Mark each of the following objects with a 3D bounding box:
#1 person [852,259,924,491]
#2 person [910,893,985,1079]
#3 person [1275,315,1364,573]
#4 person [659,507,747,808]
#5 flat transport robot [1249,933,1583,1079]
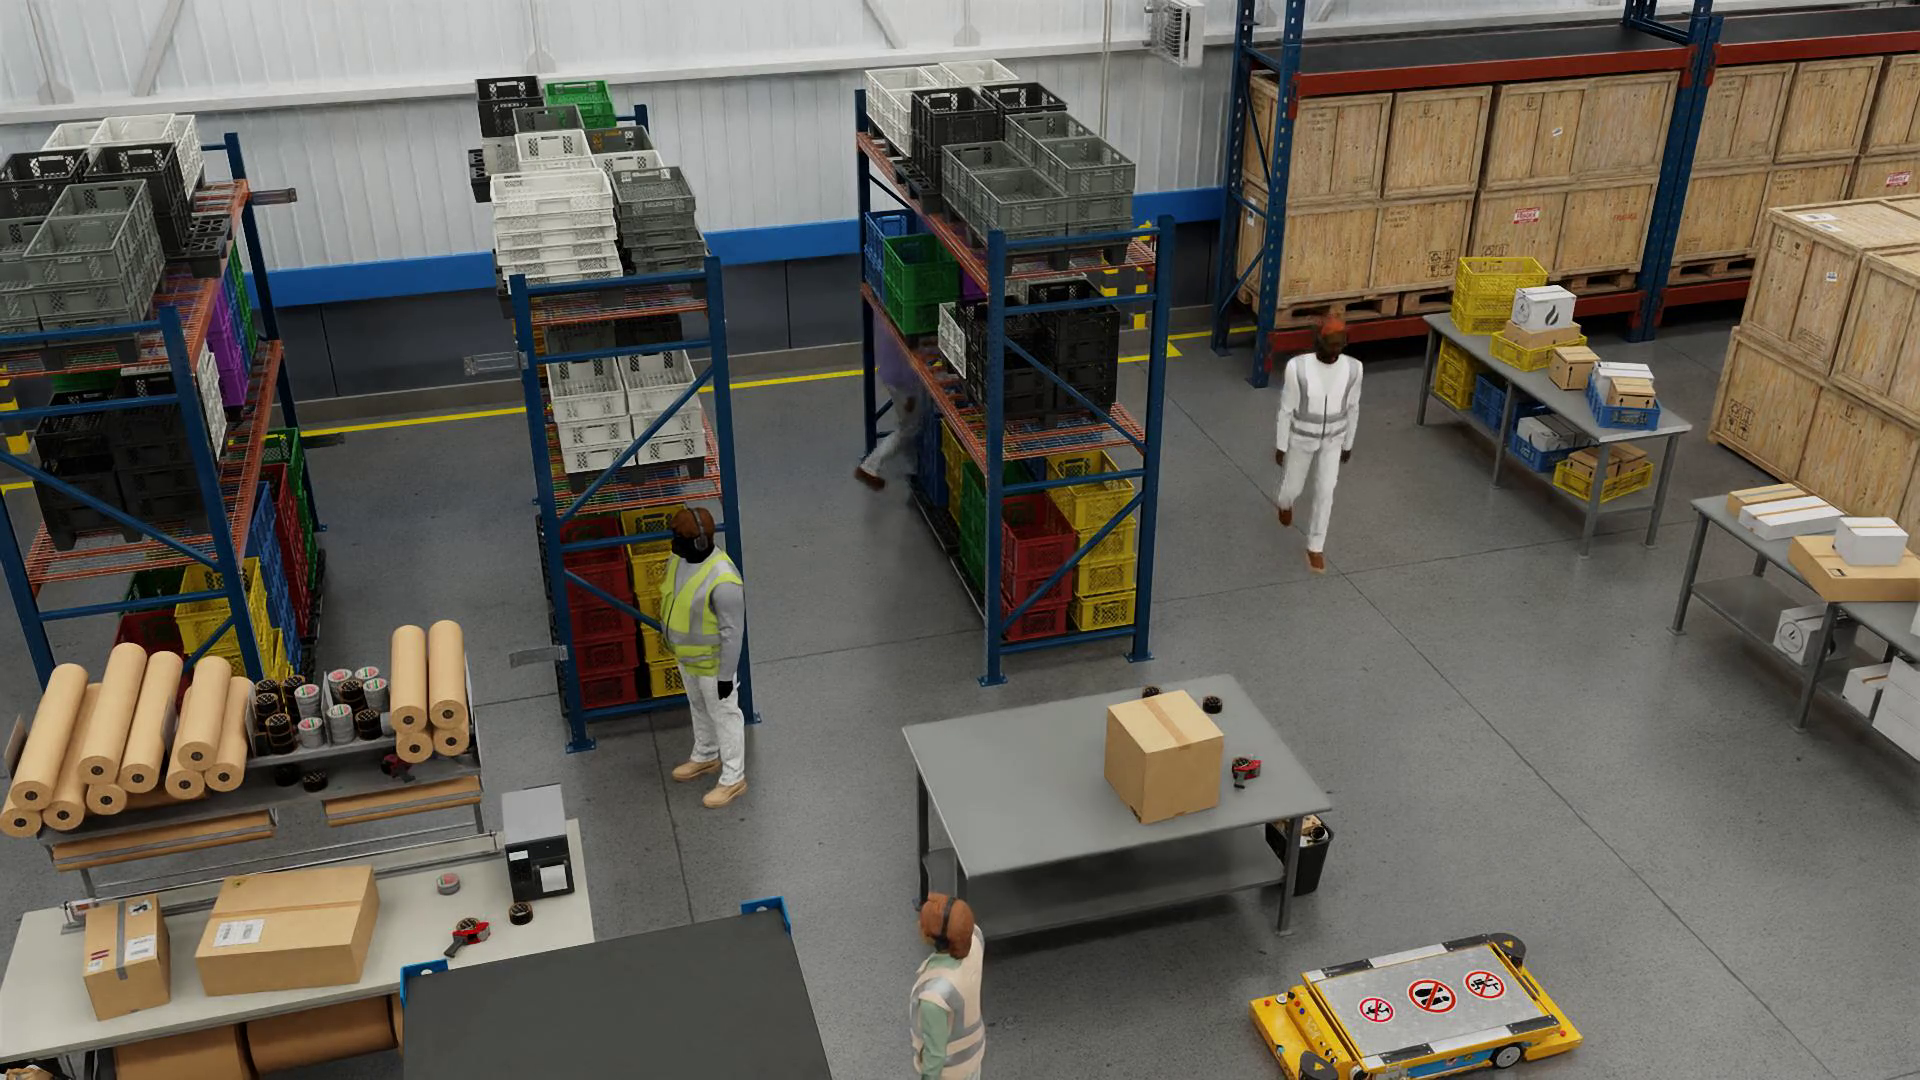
[{"bbox_3d":[-0.473,-1.217,12.644,0.839,1.920,0.724,-10,30,-18],"label":"person"},{"bbox_3d":[-0.046,2.117,6.863,0.308,1.645,0.517,9,30,16],"label":"person"},{"bbox_3d":[2.520,-0.736,11.825,0.592,1.867,0.727,-1,29,-2],"label":"person"},{"bbox_3d":[-1.443,0.643,9.344,0.429,1.844,0.626,-21,35,-33],"label":"person"},{"bbox_3d":[2.184,2.282,7.980,1.431,0.197,0.652,-8,30,-14],"label":"flat transport robot"}]
